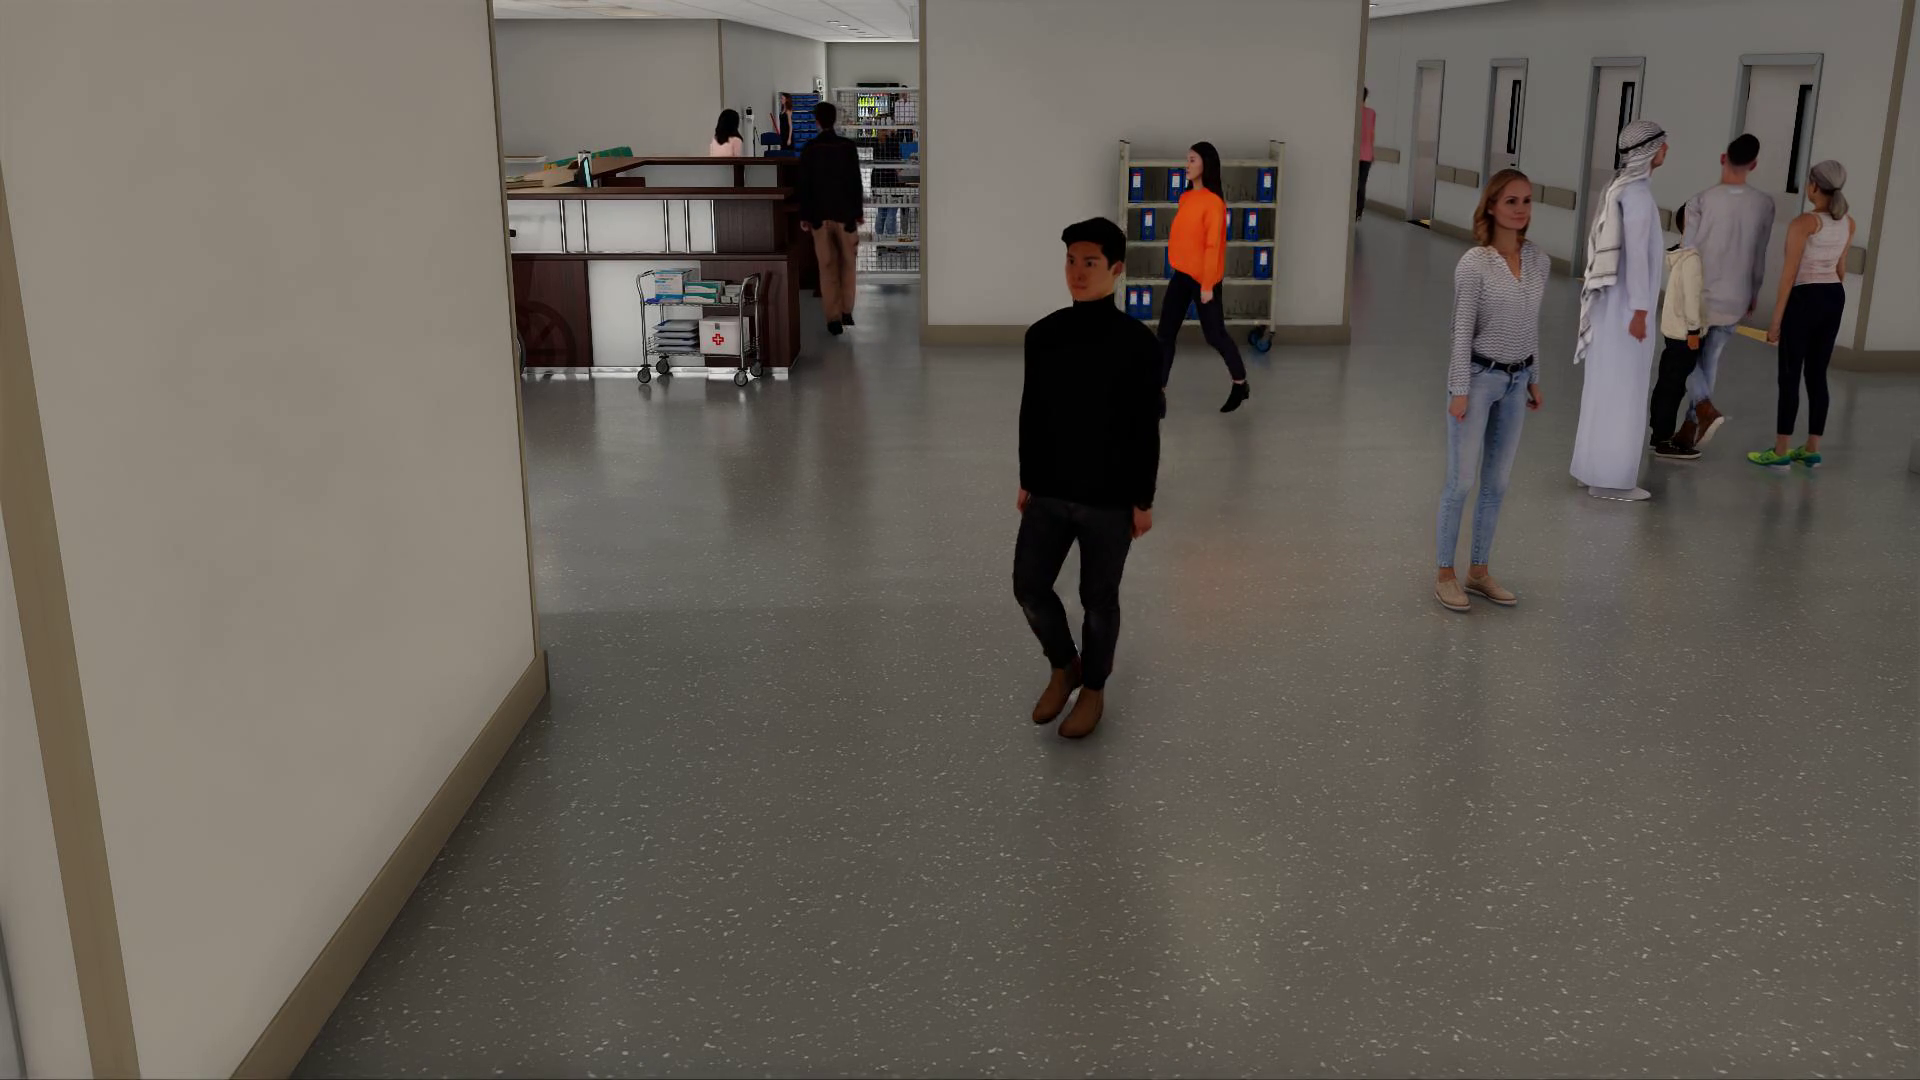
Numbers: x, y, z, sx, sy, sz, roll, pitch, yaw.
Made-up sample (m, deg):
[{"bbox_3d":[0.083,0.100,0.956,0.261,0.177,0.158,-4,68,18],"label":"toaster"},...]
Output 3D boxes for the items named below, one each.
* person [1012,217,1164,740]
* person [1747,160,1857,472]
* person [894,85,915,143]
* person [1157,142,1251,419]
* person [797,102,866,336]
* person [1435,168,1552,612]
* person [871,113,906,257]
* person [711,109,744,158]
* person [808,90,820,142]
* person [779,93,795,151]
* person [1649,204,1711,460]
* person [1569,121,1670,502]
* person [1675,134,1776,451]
[{"bbox_3d":[0.433,-0.202,5.520,0.694,1.716,0.825,8,18,26],"label":"person"},{"bbox_3d":[4.740,-1.245,9.244,0.584,1.702,0.726,-6,17,-19],"label":"person"},{"bbox_3d":[-1.240,-9.283,37.449,0.498,1.868,0.675,0,16,-2],"label":"person"},{"bbox_3d":[1.570,-1.597,10.475,1.170,1.712,0.929,-7,17,-24],"label":"person"},{"bbox_3d":[-1.055,-2.664,13.901,0.688,1.907,0.836,-3,16,-12],"label":"person"},{"bbox_3d":[2.176,-0.609,6.818,0.553,1.796,0.709,-6,17,-20],"label":"person"},{"bbox_3d":[-0.891,-4.308,20.142,0.769,1.685,0.716,-14,21,-40],"label":"person"},{"bbox_3d":[-2.650,-3.884,18.534,1.027,1.742,1.083,14,21,42],"label":"person"},{"bbox_3d":[-3.177,-9.085,36.953,0.663,1.758,0.780,9,18,28],"label":"person"},{"bbox_3d":[-3.509,-8.224,33.917,0.677,1.747,0.656,-10,18,-31],"label":"person"},{"bbox_3d":[4.163,-1.215,9.594,0.603,1.455,0.629,4,16,15],"label":"person"},{"bbox_3d":[3.447,-1.195,8.657,0.666,1.926,0.720,2,16,7],"label":"person"},{"bbox_3d":[4.333,-1.363,9.459,0.813,1.812,0.738,0,16,-1],"label":"person"}]
